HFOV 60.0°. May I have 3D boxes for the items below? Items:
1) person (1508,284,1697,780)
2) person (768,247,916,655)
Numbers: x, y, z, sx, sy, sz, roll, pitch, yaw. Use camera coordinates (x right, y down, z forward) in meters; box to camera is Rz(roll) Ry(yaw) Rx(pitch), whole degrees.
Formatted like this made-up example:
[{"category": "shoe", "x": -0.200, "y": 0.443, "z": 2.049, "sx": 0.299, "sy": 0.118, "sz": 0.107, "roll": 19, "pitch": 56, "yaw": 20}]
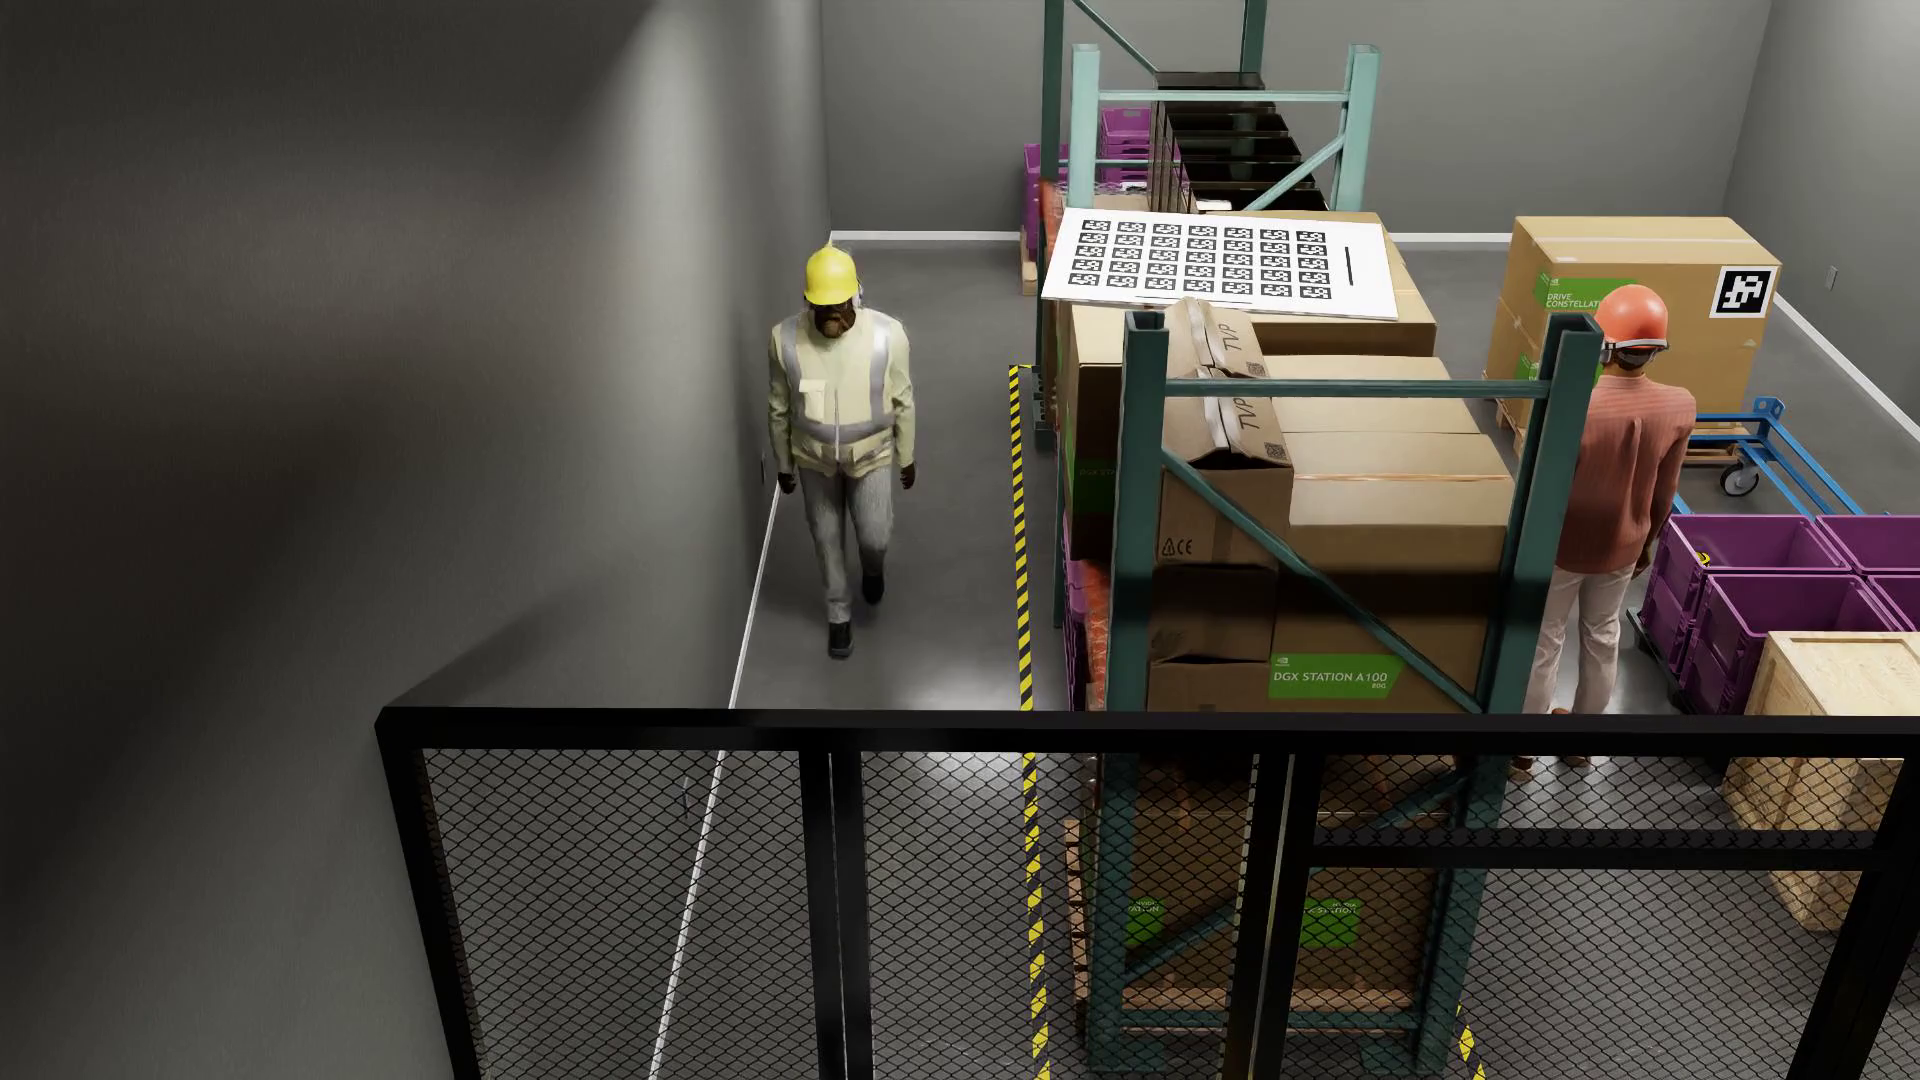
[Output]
[{"category": "person", "x": 2.308, "y": 0.002, "z": 6.157, "sx": 0.622, "sy": 1.993, "sz": 0.371, "roll": -7, "pitch": 32, "yaw": -12}, {"category": "person", "x": -0.491, "y": -0.383, "z": 6.962, "sx": 0.614, "sy": 1.820, "sz": 0.466, "roll": 1, "pitch": 31, "yaw": 2}]
